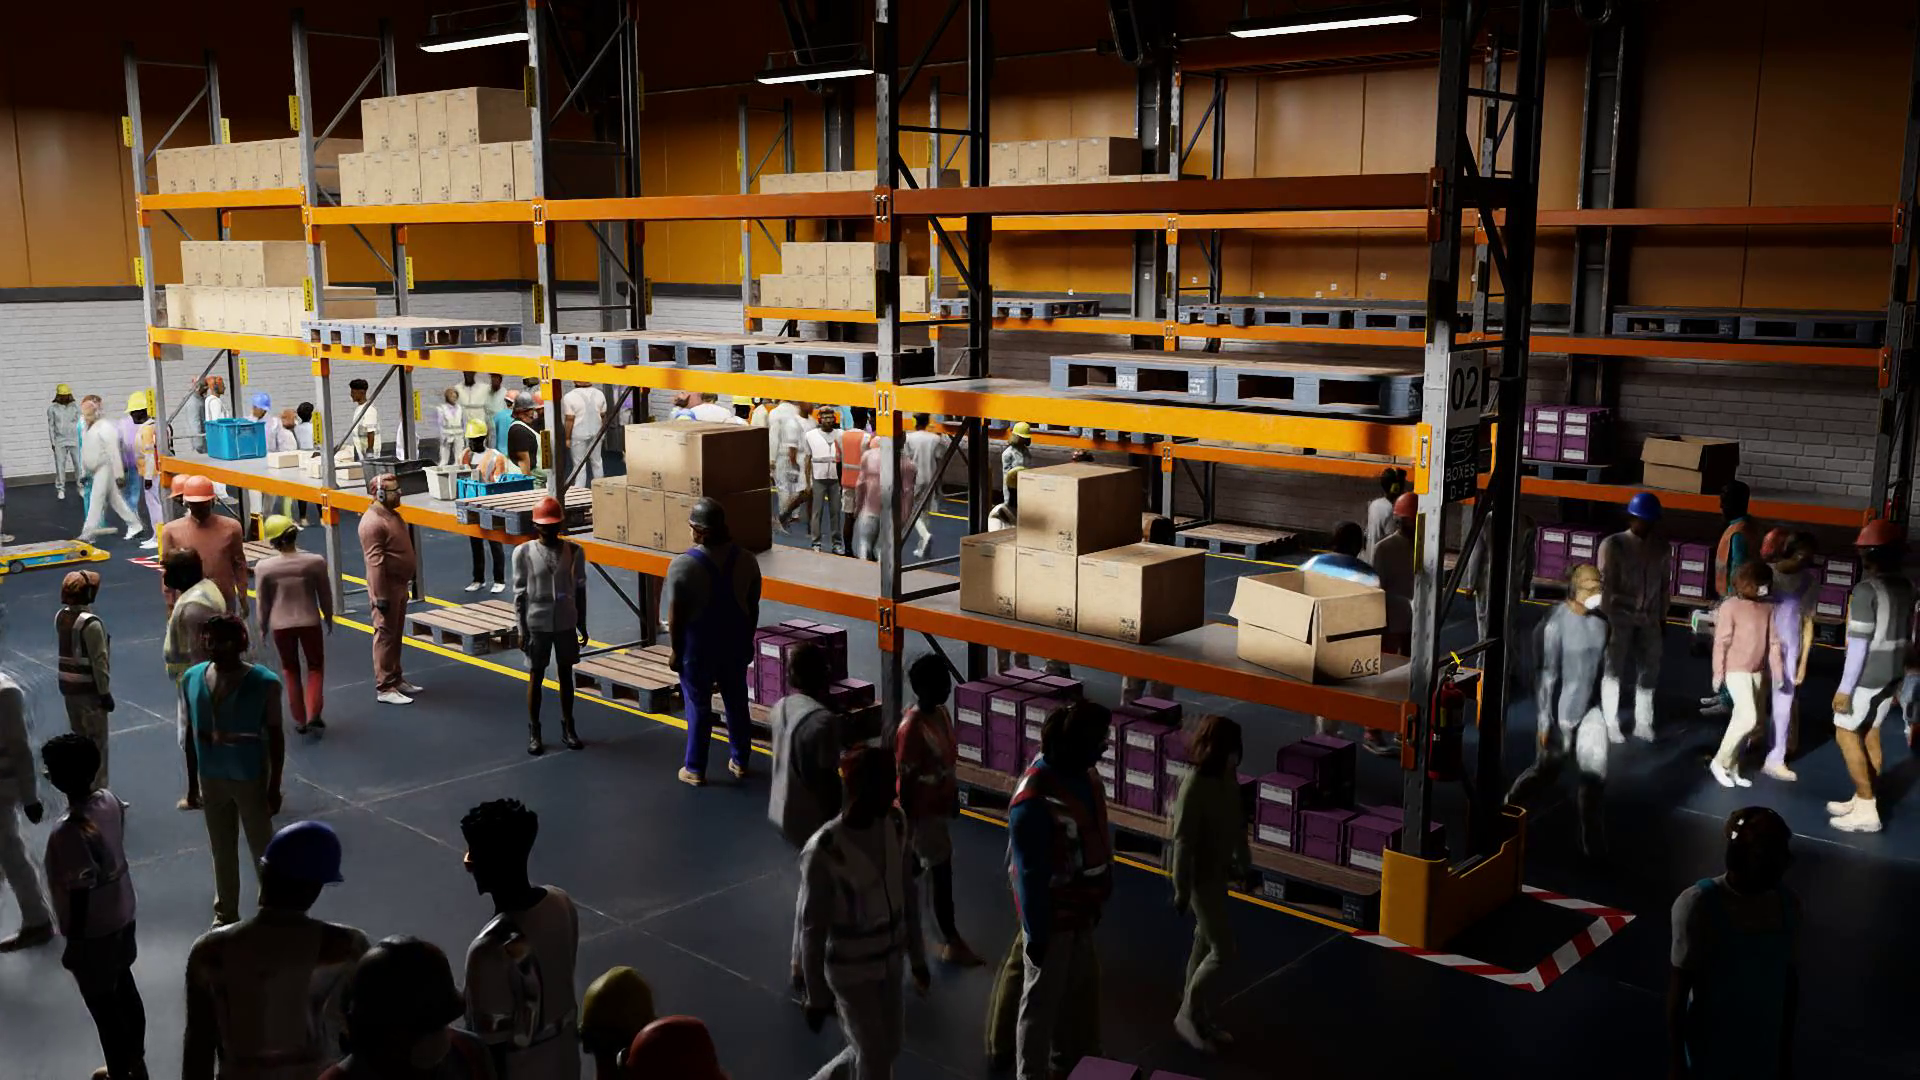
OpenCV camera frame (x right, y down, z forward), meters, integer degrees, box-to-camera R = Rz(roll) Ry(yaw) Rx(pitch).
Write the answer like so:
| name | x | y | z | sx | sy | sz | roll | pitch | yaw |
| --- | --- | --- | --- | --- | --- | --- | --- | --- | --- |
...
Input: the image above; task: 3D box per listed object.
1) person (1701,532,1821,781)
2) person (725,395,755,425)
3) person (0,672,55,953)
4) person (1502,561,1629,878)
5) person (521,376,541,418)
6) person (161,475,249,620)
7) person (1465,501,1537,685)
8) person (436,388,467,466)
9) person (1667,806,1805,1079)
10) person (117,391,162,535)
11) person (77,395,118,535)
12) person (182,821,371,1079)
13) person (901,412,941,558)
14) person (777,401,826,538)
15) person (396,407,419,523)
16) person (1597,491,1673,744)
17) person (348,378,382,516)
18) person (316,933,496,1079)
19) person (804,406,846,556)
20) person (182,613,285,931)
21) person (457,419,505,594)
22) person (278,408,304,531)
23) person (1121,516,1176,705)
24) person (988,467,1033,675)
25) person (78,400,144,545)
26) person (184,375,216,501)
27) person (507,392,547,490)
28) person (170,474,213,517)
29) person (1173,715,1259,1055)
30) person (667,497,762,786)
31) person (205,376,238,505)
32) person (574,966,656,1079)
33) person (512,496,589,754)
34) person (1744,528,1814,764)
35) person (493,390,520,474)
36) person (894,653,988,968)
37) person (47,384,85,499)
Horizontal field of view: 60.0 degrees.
| name | x | y | z | sx | sy | sz | roll | pitch | yaw |
| --- | --- | --- | --- | --- | --- | --- | --- | --- | --- |
| person | 5.676 | 0.811 | 11.815 | 0.693 | 1.810 | 0.348 | 6 | 12 | 30 |
| person | -2.818 | -0.943 | 21.352 | 0.382 | 1.923 | 0.591 | -6 | 12 | -31 |
| person | -5.174 | 1.332 | 8.677 | 0.576 | 1.858 | 0.838 | 7 | 12 | 35 |
| person | 3.684 | 1.046 | 10.177 | 0.636 | 1.908 | 0.904 | -6 | 12 | -32 |
| person | -7.206 | -2.024 | 28.017 | 0.489 | 1.731 | 0.321 | 4 | 11 | 23 |
| person | -5.967 | 0.468 | 13.180 | 0.623 | 1.989 | 0.399 | -5 | 11 | -28 |
| person | 4.630 | 0.351 | 14.300 | 0.602 | 1.828 | 0.404 | -2 | 10 | -9 |
| person | -7.872 | -1.555 | 25.724 | 0.515 | 1.599 | 0.837 | -8 | 13 | -38 |
| person | 2.762 | 1.826 | 5.965 | 0.503 | 1.837 | 0.337 | -2 | 10 | -11 |
| person | -10.805 | -1.015 | 21.941 | 0.610 | 1.872 | 1.008 | -2 | 10 | -9 |
| person | -11.357 | -0.985 | 21.837 | 0.504 | 1.840 | 0.340 | 7 | 12 | 36 |
| person | -2.250 | 1.878 | 5.550 | 0.612 | 1.875 | 0.859 | 0 | 10 | -2 |
| person | -0.455 | -0.666 | 20.001 | 0.547 | 1.845 | 0.630 | -4 | 11 | -24 |
| person | -2.017 | -0.983 | 21.510 | 0.540 | 1.946 | 0.626 | 5 | 11 | 26 |
| person | -7.568 | -1.056 | 22.824 | 0.314 | 1.632 | 0.517 | -4 | 11 | -19 |
| person | 5.113 | 0.585 | 12.656 | 0.628 | 1.942 | 0.426 | -1 | 10 | -6 |
| person | -8.252 | -1.271 | 23.130 | 0.387 | 1.957 | 0.606 | -6 | 12 | -31 |
| person | -1.396 | 2.002 | 4.374 | 0.537 | 2.000 | 0.675 | 5 | 11 | 28 |
| person | -1.623 | -0.716 | 20.288 | 0.564 | 1.846 | 0.389 | -4 | 11 | -22 |
| person | -3.888 | 1.290 | 8.949 | 0.565 | 1.846 | 0.390 | 2 | 10 | 9 |
| person | -5.218 | -0.367 | 18.119 | 0.588 | 1.919 | 0.399 | 3 | 11 | 18 |
| person | -8.934 | -0.941 | 22.164 | 0.266 | 1.631 | 0.507 | -4 | 11 | -20 |
| person | 1.415 | 0.734 | 12.152 | 0.634 | 1.830 | 0.429 | 9 | 13 | 40 |
| person | 0.485 | 0.309 | 14.321 | 0.398 | 1.911 | 0.592 | 8 | 13 | 39 |
| person | -10.888 | -0.863 | 21.147 | 0.663 | 1.848 | 0.986 | 8 | 13 | 39 |
| person | -11.155 | -1.482 | 24.495 | 0.400 | 1.896 | 0.654 | -3 | 10 | -16 |
| person | -5.156 | -0.764 | 20.011 | 0.537 | 2.000 | 0.682 | -3 | 10 | -15 |
| person | -6.873 | 0.256 | 15.129 | 0.479 | 1.726 | 0.619 | -4 | 11 | -20 |
| person | 1.204 | 1.604 | 7.802 | 0.382 | 1.620 | 0.510 | 6 | 12 | 30 |
| person | -1.765 | 0.700 | 11.734 | 0.688 | 2.000 | 0.538 | -6 | 12 | -31 |
| person | -10.864 | -1.461 | 24.396 | 0.345 | 1.882 | 0.584 | -7 | 12 | -33 |
| person | -0.957 | 2.073 | 4.753 | 0.533 | 1.765 | 0.330 | 1 | 10 | 3 |
| person | -3.043 | 0.629 | 12.425 | 0.546 | 1.939 | 0.375 | -4 | 11 | -23 |
| person | 5.945 | 0.768 | 12.197 | 0.371 | 1.741 | 0.571 | -6 | 12 | -32 |
| person | -6.383 | -1.277 | 23.765 | 0.575 | 1.738 | 0.354 | 5 | 11 | 26 |
| person | -0.201 | 1.417 | 8.822 | 0.756 | 1.684 | 0.540 | 3 | 10 | 17 |
| person | -13.383 | -1.481 | 24.949 | 0.483 | 1.735 | 0.348 | -6 | 12 | -31 |
